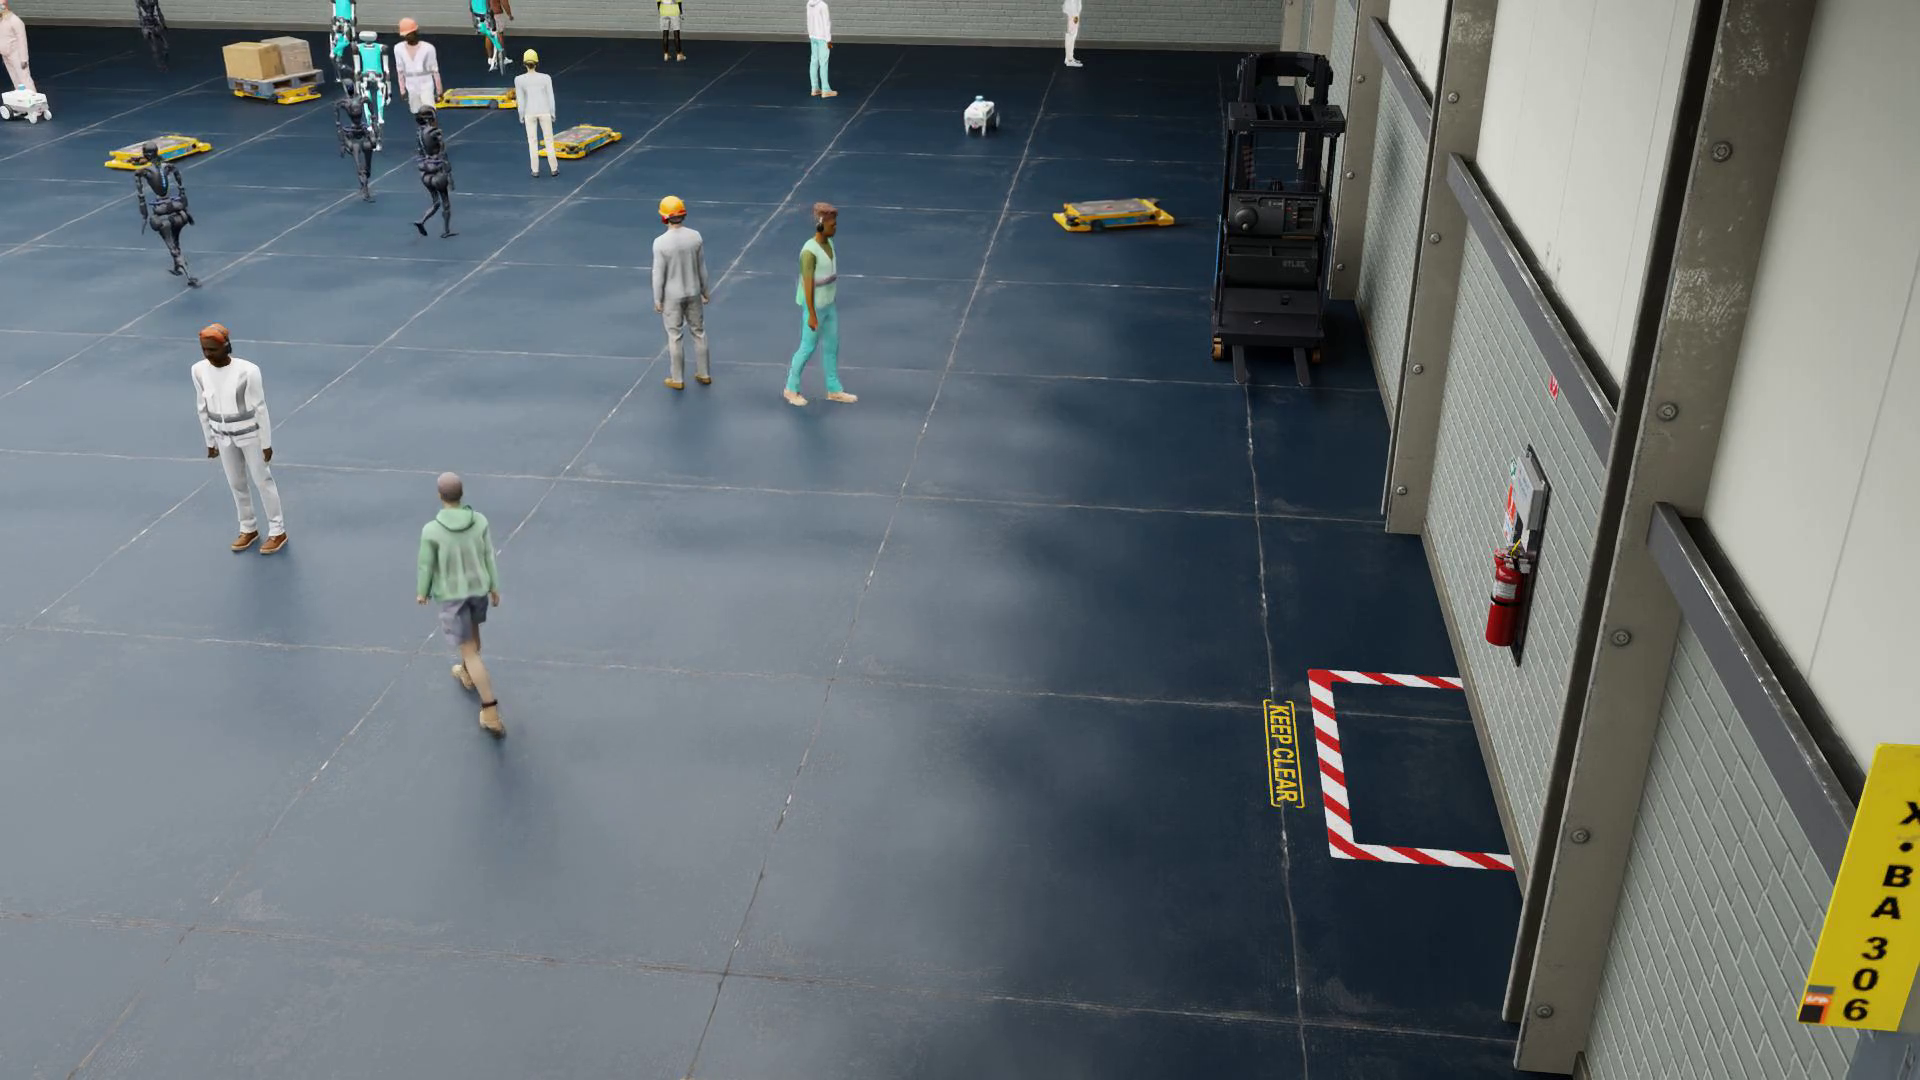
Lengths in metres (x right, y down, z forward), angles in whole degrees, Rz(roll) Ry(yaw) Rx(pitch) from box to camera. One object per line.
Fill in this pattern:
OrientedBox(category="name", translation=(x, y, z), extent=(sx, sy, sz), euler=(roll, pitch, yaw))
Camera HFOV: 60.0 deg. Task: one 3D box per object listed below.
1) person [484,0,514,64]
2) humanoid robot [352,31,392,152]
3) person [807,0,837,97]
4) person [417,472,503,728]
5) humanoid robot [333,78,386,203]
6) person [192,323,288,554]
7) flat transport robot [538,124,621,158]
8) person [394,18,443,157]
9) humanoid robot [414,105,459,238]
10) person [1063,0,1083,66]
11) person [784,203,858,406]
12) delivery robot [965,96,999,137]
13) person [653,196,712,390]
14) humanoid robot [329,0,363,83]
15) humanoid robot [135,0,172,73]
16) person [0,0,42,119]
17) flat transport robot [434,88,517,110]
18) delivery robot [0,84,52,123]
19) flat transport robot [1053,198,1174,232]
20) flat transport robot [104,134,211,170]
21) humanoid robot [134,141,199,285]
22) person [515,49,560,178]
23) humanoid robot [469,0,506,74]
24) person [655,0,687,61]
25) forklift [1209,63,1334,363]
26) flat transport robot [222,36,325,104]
OrientedBox(category="person", translation=(-8.716, -9.809, 30.948), extent=(0.801, 1.853, 0.384), euler=(7, 27, 13))
OrientedBox(category="humanoid robot", translation=(-8.685, -6.576, 24.618), extent=(0.551, 1.758, 0.852), euler=(-4, 27, -9))
OrientedBox(category="person", translation=(-2.390, -8.543, 28.356), extent=(0.488, 1.917, 0.379), euler=(23, 34, 37))
OrientedBox(category="person", translation=(-3.234, 0.356, 10.823), extent=(0.465, 1.697, 0.909), euler=(-23, 34, -37))
OrientedBox(category="humanoid robot", translation=(-8.099, -5.421, 22.465), extent=(0.608, 1.631, 0.803), euler=(-20, 33, -34))
OrientedBox(category="person", translation=(-5.603, -0.783, 12.914), extent=(0.566, 1.878, 0.353), euler=(4, 27, 7))
OrientedBox(category="flat transport robot", translation=(-5.765, -6.034, 25.184), extent=(0.659, 0.231, 1.431), euler=(8, 28, 16))
OrientedBox(category="person", translation=(-7.943, -6.685, 24.538), extent=(0.621, 2.009, 0.814), euler=(0, 27, 0))
OrientedBox(category="humanoid robot", translation=(-6.585, -4.565, 20.681), extent=(0.585, 1.638, 0.508), euler=(19, 32, 33))
OrientedBox(category="person", translation=(2.093, -9.761, 30.833), extent=(0.387, 1.874, 0.512), euler=(-1, 27, -2))
OrientedBox(category="person", translation=(-1.368, -2.216, 15.713), extent=(0.810, 1.958, 0.541), euler=(10, 28, 20))
OrientedBox(category="delivery robot", translation=(0.312, -6.671, 26.133), extent=(0.499, 0.592, 0.791), euler=(6, 27, 12))
OrientedBox(category="person", translation=(-2.696, -2.397, 16.121), extent=(0.576, 1.889, 0.374), euler=(-16, 31, -29))
OrientedBox(category="humanoid robot", translation=(-10.855, -8.784, 29.045), extent=(0.535, 1.712, 1.050), euler=(11, 29, 21))
OrientedBox(category="humanoid robot", translation=(-14.683, -9.361, 30.255), extent=(0.334, 1.657, 0.602), euler=(8, 28, 15))
OrientedBox(category="person", translation=(-15.287, -7.785, 26.862), extent=(0.638, 1.901, 0.410), euler=(17, 31, 30))
OrientedBox(category="flat transport robot", translation=(-8.094, -7.416, 27.943), extent=(1.431, 0.231, 0.659), euler=(0, 27, -1))
OrientedBox(category="delivery robot", translation=(-15.146, -7.059, 26.932), extent=(0.803, 0.614, 0.499), euler=(13, 29, 24))
OrientedBox(category="flat transport robot", translation=(1.983, -4.203, 21.528), extent=(1.431, 0.231, 0.659), euler=(-6, 27, -13))
OrientedBox(category="flat transport robot", translation=(-11.855, -5.730, 24.577), extent=(0.659, 0.231, 1.431), euler=(9, 28, 17))
OrientedBox(category="humanoid robot", translation=(-9.129, -3.758, 19.155), extent=(0.837, 1.629, 0.608), euler=(19, 32, 33))
OrientedBox(category="person", translation=(-5.967, -6.009, 23.461), extent=(0.523, 1.769, 0.312), euler=(-6, 27, -12))
OrientedBox(category="humanoid robot", translation=(-8.455, -9.237, 30.072), extent=(0.567, 1.893, 0.778), euler=(15, 30, 28))
OrientedBox(category="person", translation=(-5.442, -9.880, 31.268), extent=(0.534, 1.696, 0.318), euler=(7, 27, 14))
OrientedBox(category="forklift", translation=(3.241, -3.477, 17.183), extent=(1.129, 2.768, 1.873), euler=(3, 27, 6))
OrientedBox(category="flat transport robot", translation=(-11.696, -7.671, 28.453), extent=(1.431, 0.231, 0.659), euler=(16, 31, 28))
